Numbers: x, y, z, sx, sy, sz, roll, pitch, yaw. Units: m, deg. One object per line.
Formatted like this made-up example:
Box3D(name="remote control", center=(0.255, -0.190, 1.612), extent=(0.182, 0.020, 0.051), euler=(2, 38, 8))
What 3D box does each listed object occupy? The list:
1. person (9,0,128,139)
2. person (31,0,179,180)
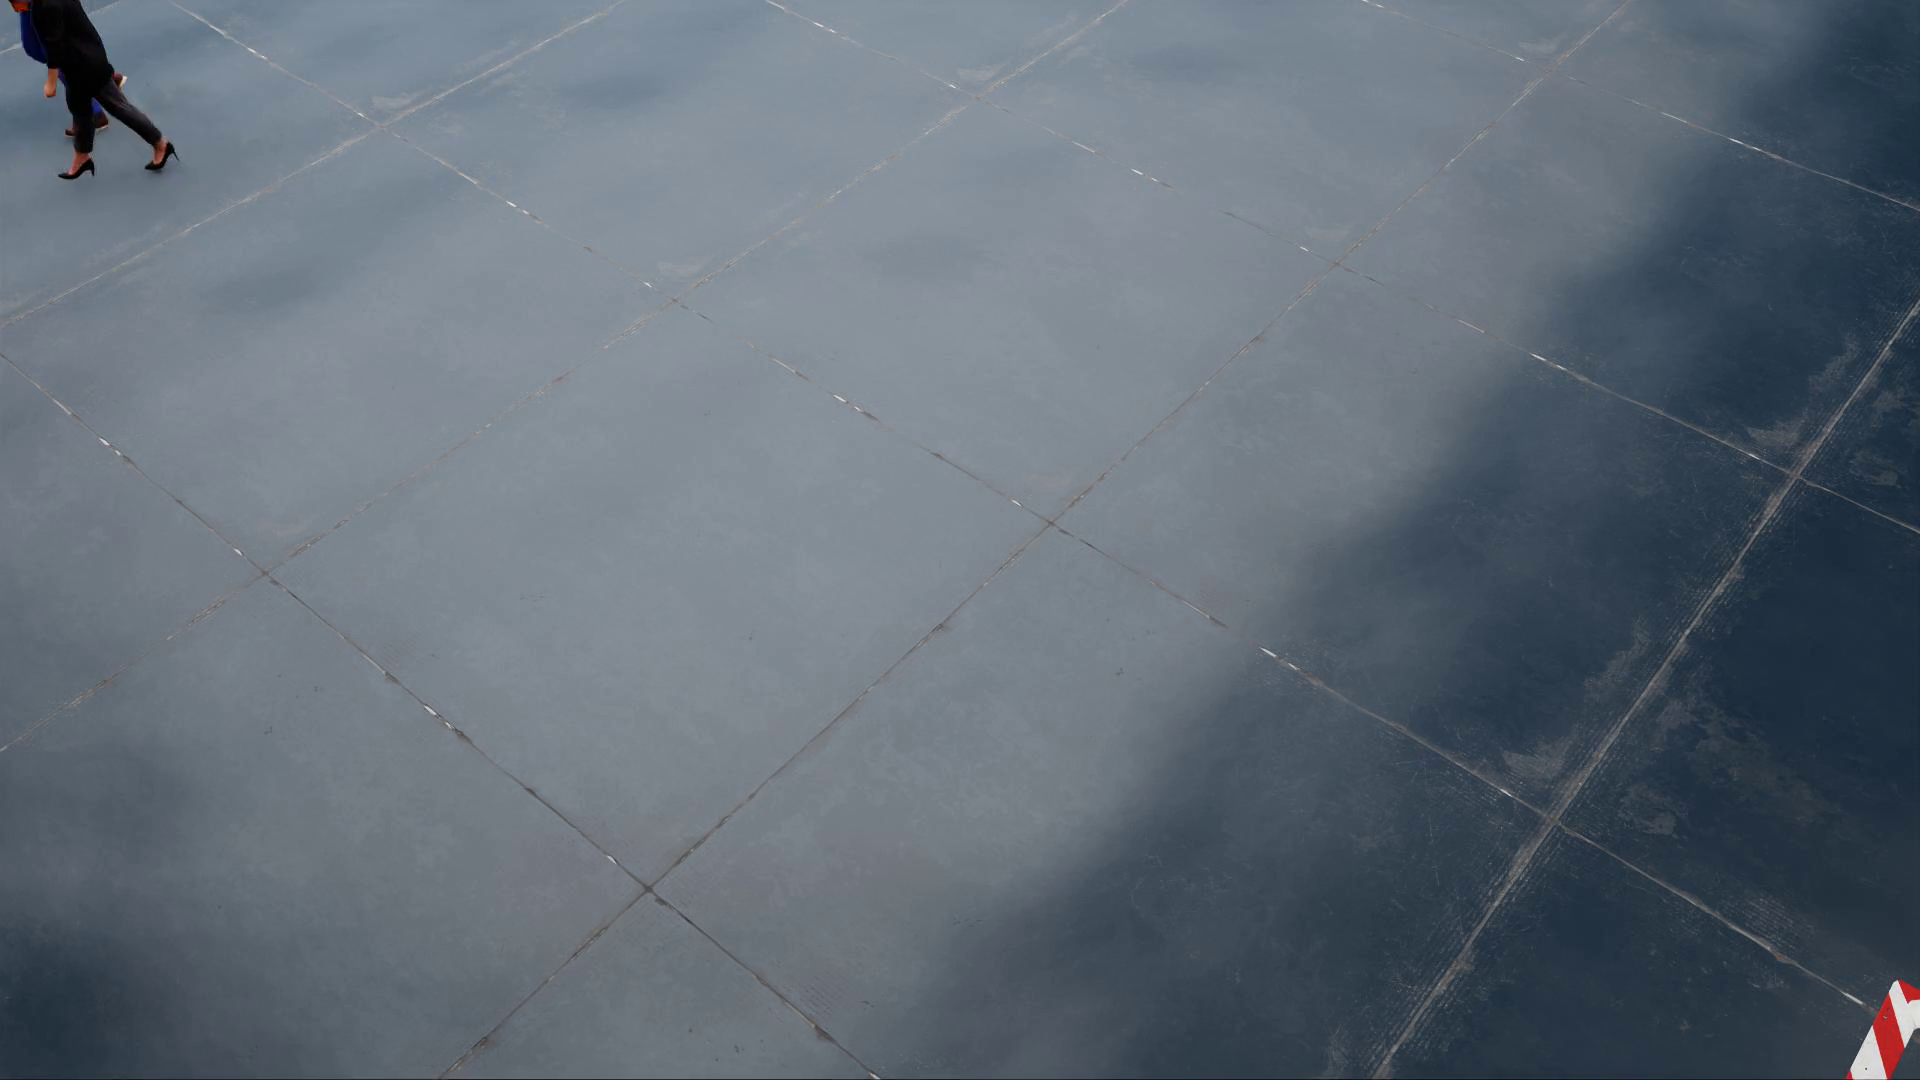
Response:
Box3D(name="person", center=(-6.050, -3.587, 11.121), extent=(0.846, 1.849, 0.781), euler=(-29, 54, -24))
Box3D(name="person", center=(-5.591, -3.081, 10.767), extent=(0.952, 1.684, 1.034), euler=(-20, 50, -18))
